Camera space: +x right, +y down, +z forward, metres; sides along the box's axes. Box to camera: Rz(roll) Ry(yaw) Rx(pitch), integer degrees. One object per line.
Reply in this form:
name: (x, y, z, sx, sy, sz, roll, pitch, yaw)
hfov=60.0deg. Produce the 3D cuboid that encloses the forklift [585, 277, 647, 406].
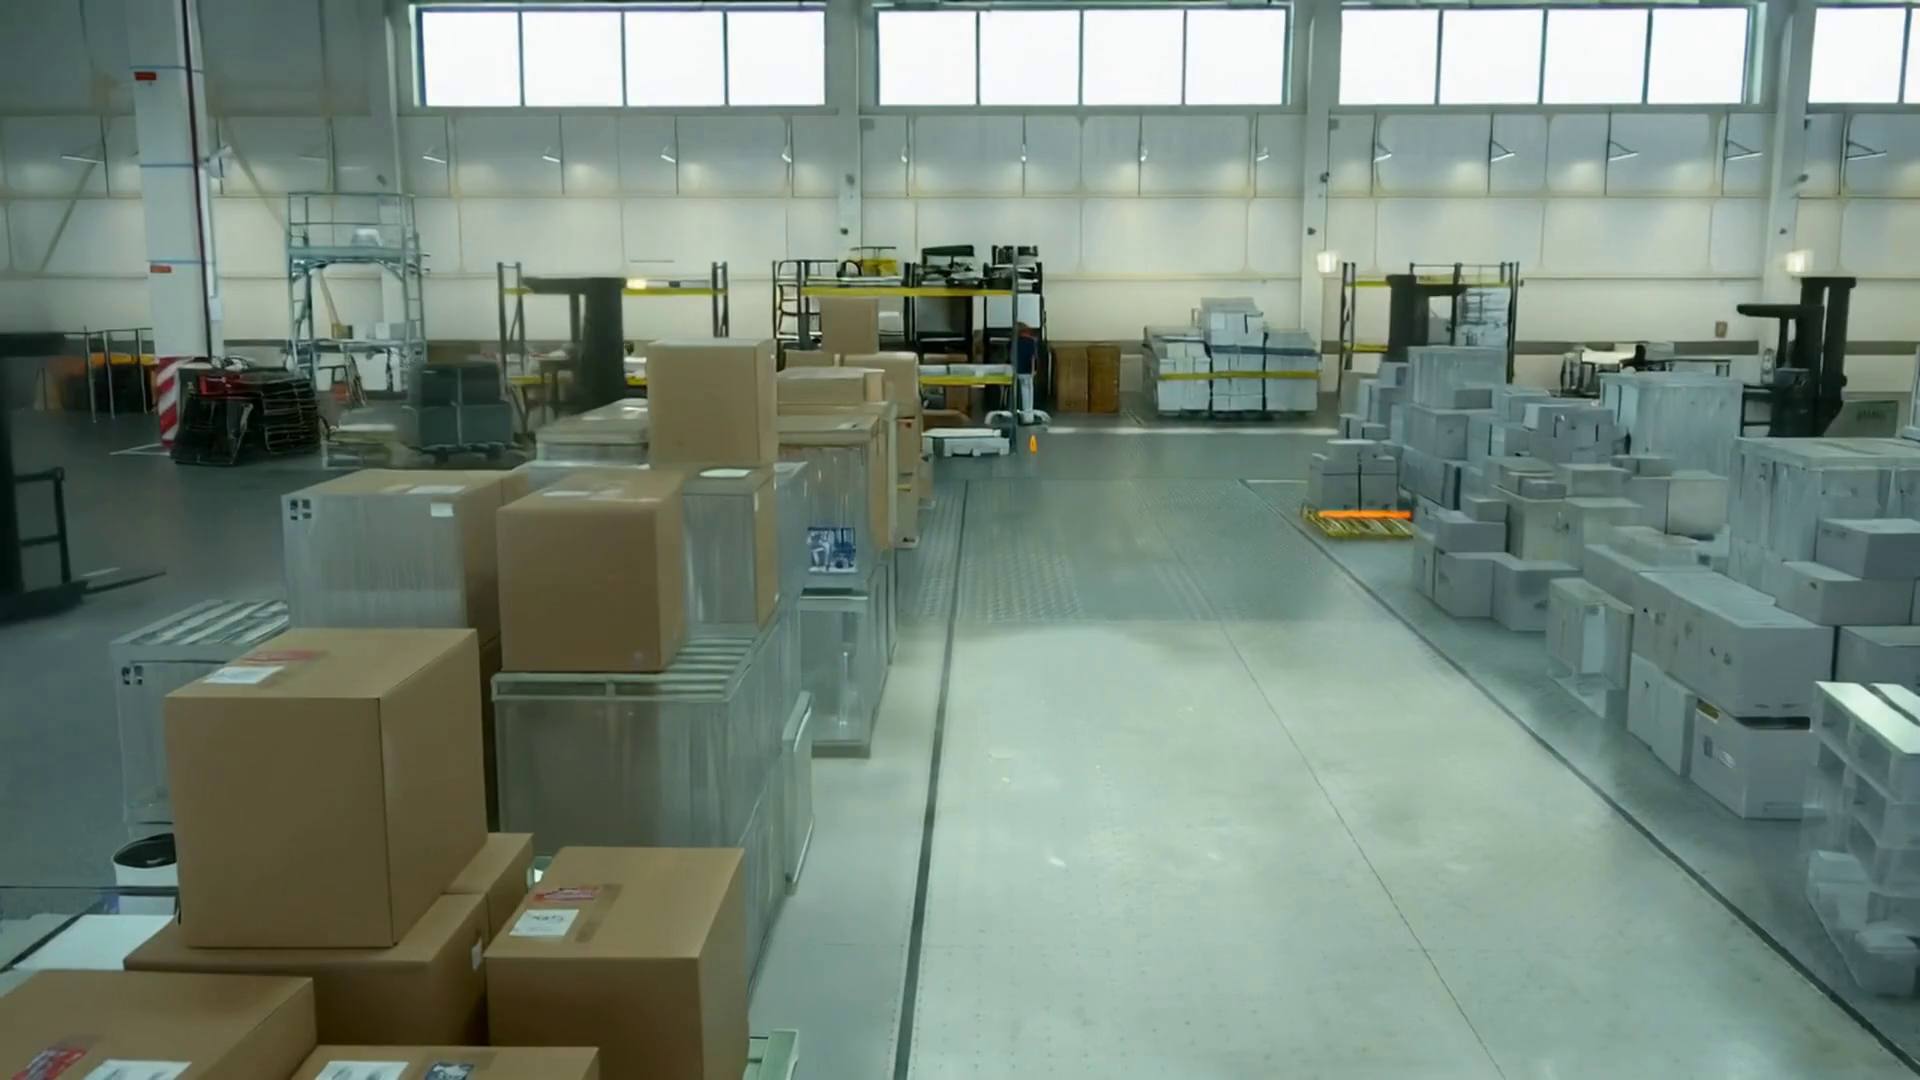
forklift: (-4.972, -2.314, 23.498, 1.873, 2.768, 1.129, -4, 10, -25)

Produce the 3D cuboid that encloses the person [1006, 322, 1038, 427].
person: (1.133, -3.042, 30.672, 0.634, 1.939, 0.367, -4, 10, -20)

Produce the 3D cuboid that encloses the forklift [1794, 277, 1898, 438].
forklift: (12.364, -2.383, 23.912, 1.873, 2.768, 1.129, 0, 9, 1)

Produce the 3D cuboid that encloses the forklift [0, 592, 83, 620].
forklift: (-8.524, -0.672, 13.658, 1.129, 2.768, 1.873, 4, 10, 20)

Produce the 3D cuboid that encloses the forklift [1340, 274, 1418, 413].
forklift: (7.802, -3.317, 29.502, 1.873, 2.768, 1.129, 5, 11, 26)
